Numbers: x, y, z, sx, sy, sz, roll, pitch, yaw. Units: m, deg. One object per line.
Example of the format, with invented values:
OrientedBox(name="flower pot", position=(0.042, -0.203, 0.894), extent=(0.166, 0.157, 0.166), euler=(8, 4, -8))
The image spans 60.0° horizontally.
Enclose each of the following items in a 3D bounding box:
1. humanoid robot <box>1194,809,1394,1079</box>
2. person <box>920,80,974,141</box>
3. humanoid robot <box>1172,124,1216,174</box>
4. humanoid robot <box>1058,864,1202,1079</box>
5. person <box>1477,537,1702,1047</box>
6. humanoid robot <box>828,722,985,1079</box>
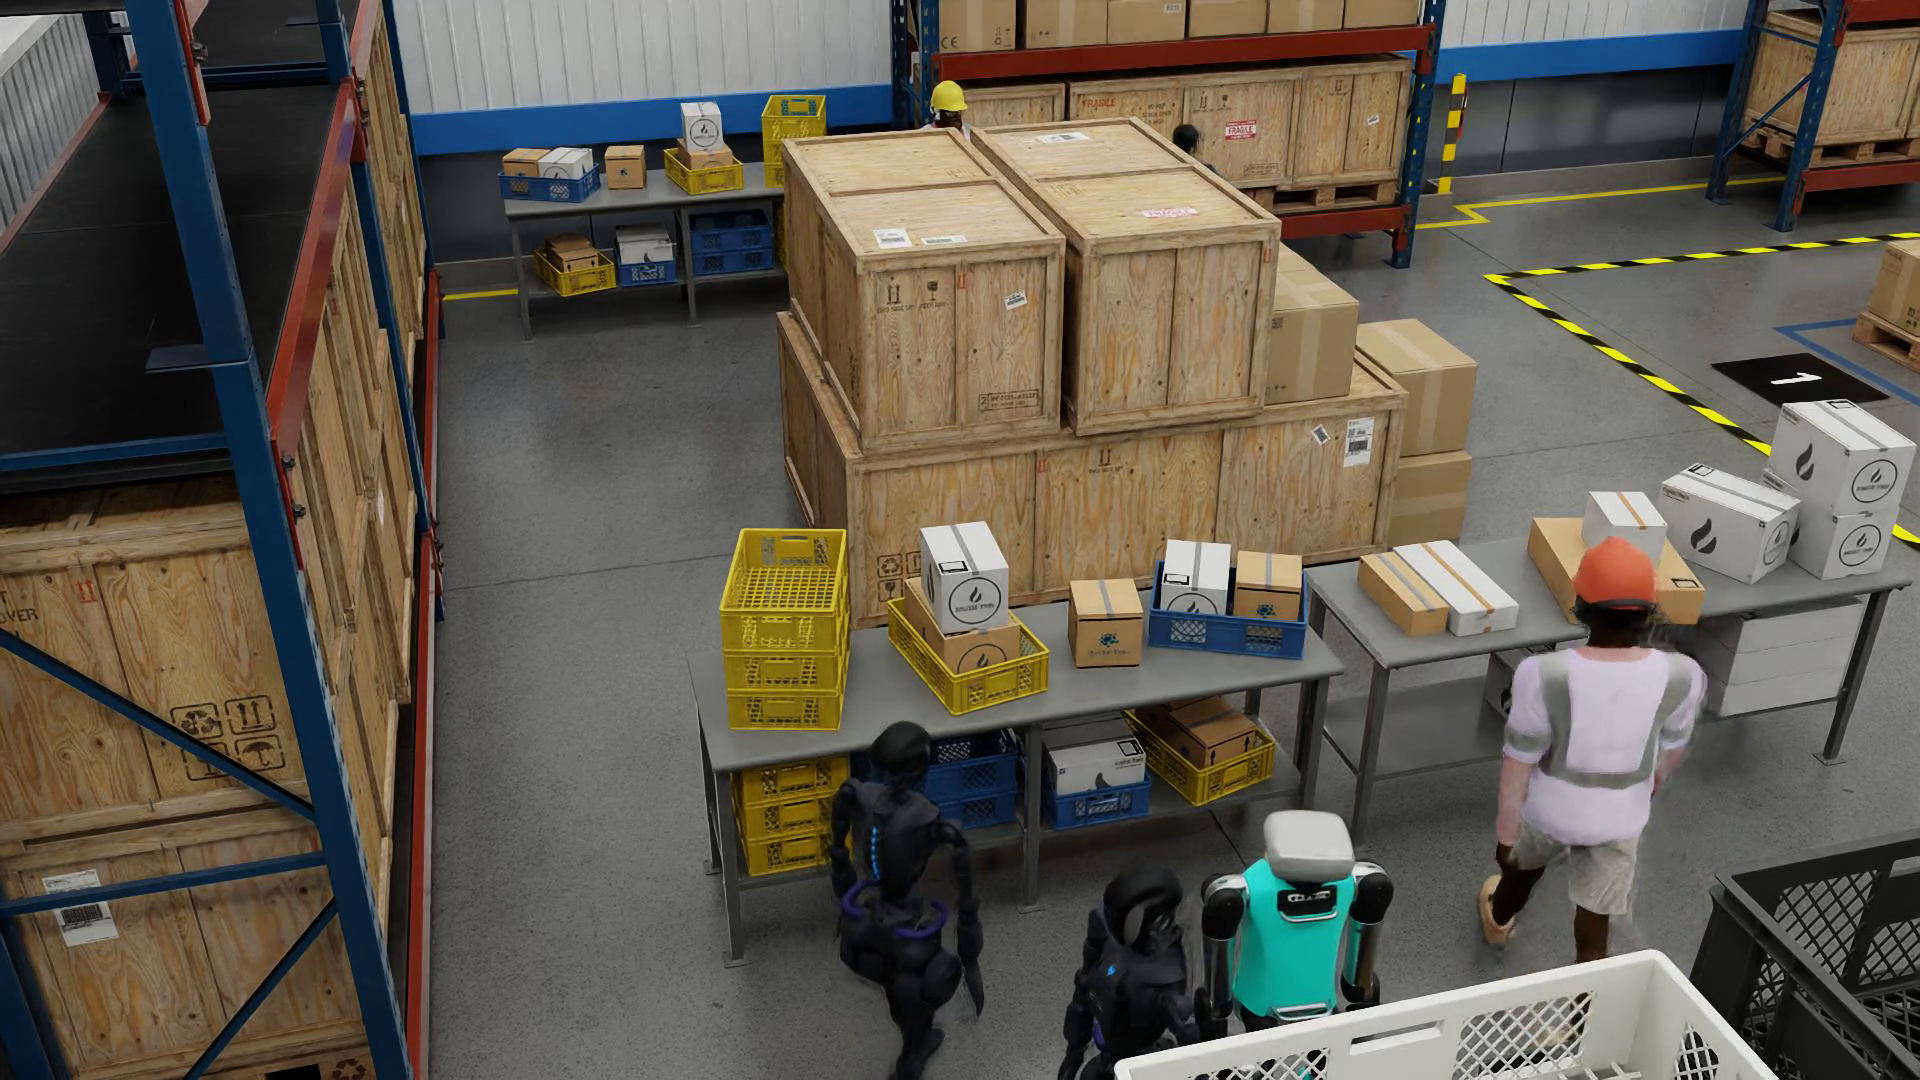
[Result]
OrientedBox(name="humanoid robot", position=(0.950, 1.605, 4.600), extent=(0.532, 1.708, 0.729), euler=(-5, 29, -8))
OrientedBox(name="person", position=(-0.083, -2.296, 11.662), extent=(0.586, 1.833, 0.404), euler=(-24, 37, -36))
OrientedBox(name="humanoid robot", position=(1.500, -1.986, 11.281), extent=(0.608, 1.628, 0.587), euler=(-16, 33, -27))
OrientedBox(name="humanoid robot", position=(0.489, 1.604, 4.739), extent=(0.325, 1.656, 0.602), euler=(-14, 32, -24))
OrientedBox(name="person", position=(2.134, 0.879, 5.742), extent=(0.622, 1.985, 1.045), euler=(4, 29, 8))
OrientedBox(name="humanoid robot", position=(-0.200, 1.291, 5.365), extent=(0.598, 1.637, 0.766), euler=(16, 33, 27))
